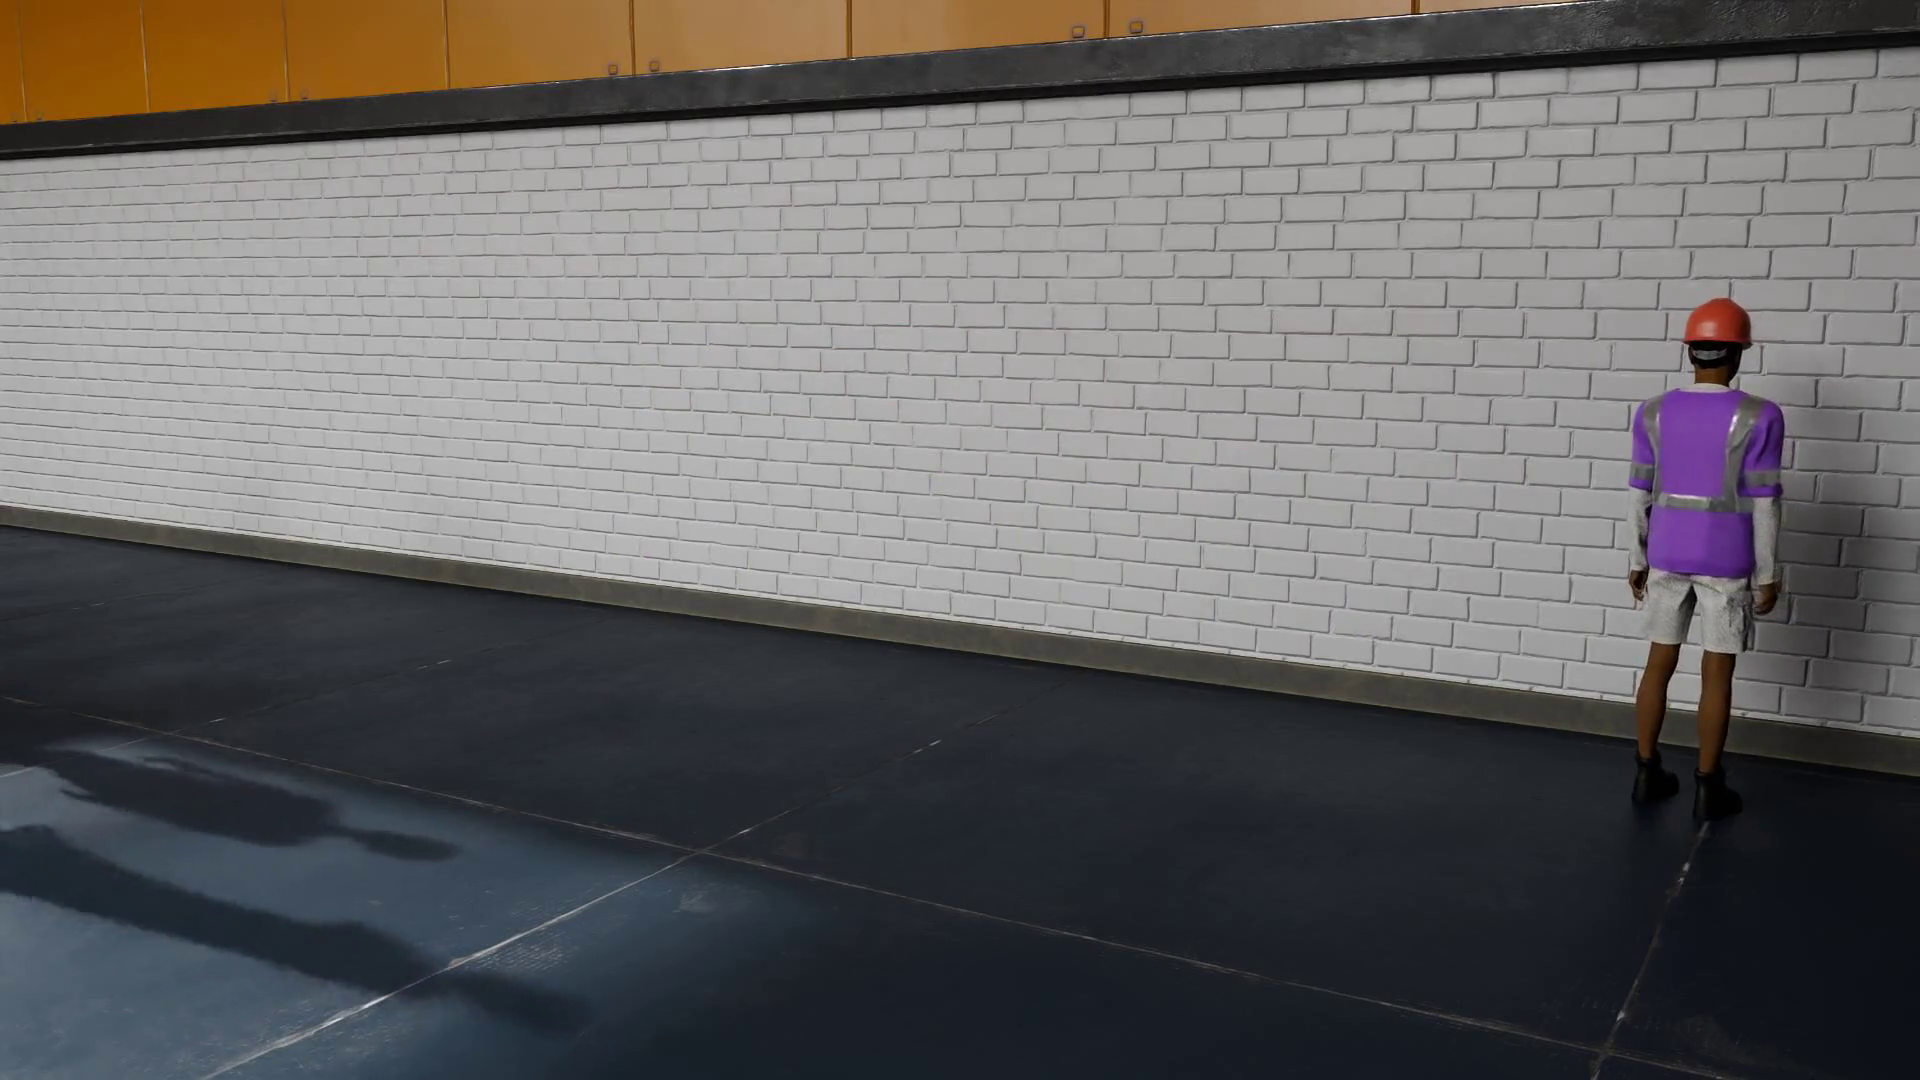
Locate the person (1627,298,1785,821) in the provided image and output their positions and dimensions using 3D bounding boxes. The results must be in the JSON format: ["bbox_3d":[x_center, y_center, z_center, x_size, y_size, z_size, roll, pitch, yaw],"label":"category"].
[{"bbox_3d":[2.773,0.071,6.222,0.378,1.932,0.551,-8,12,-41],"label":"person"}]
